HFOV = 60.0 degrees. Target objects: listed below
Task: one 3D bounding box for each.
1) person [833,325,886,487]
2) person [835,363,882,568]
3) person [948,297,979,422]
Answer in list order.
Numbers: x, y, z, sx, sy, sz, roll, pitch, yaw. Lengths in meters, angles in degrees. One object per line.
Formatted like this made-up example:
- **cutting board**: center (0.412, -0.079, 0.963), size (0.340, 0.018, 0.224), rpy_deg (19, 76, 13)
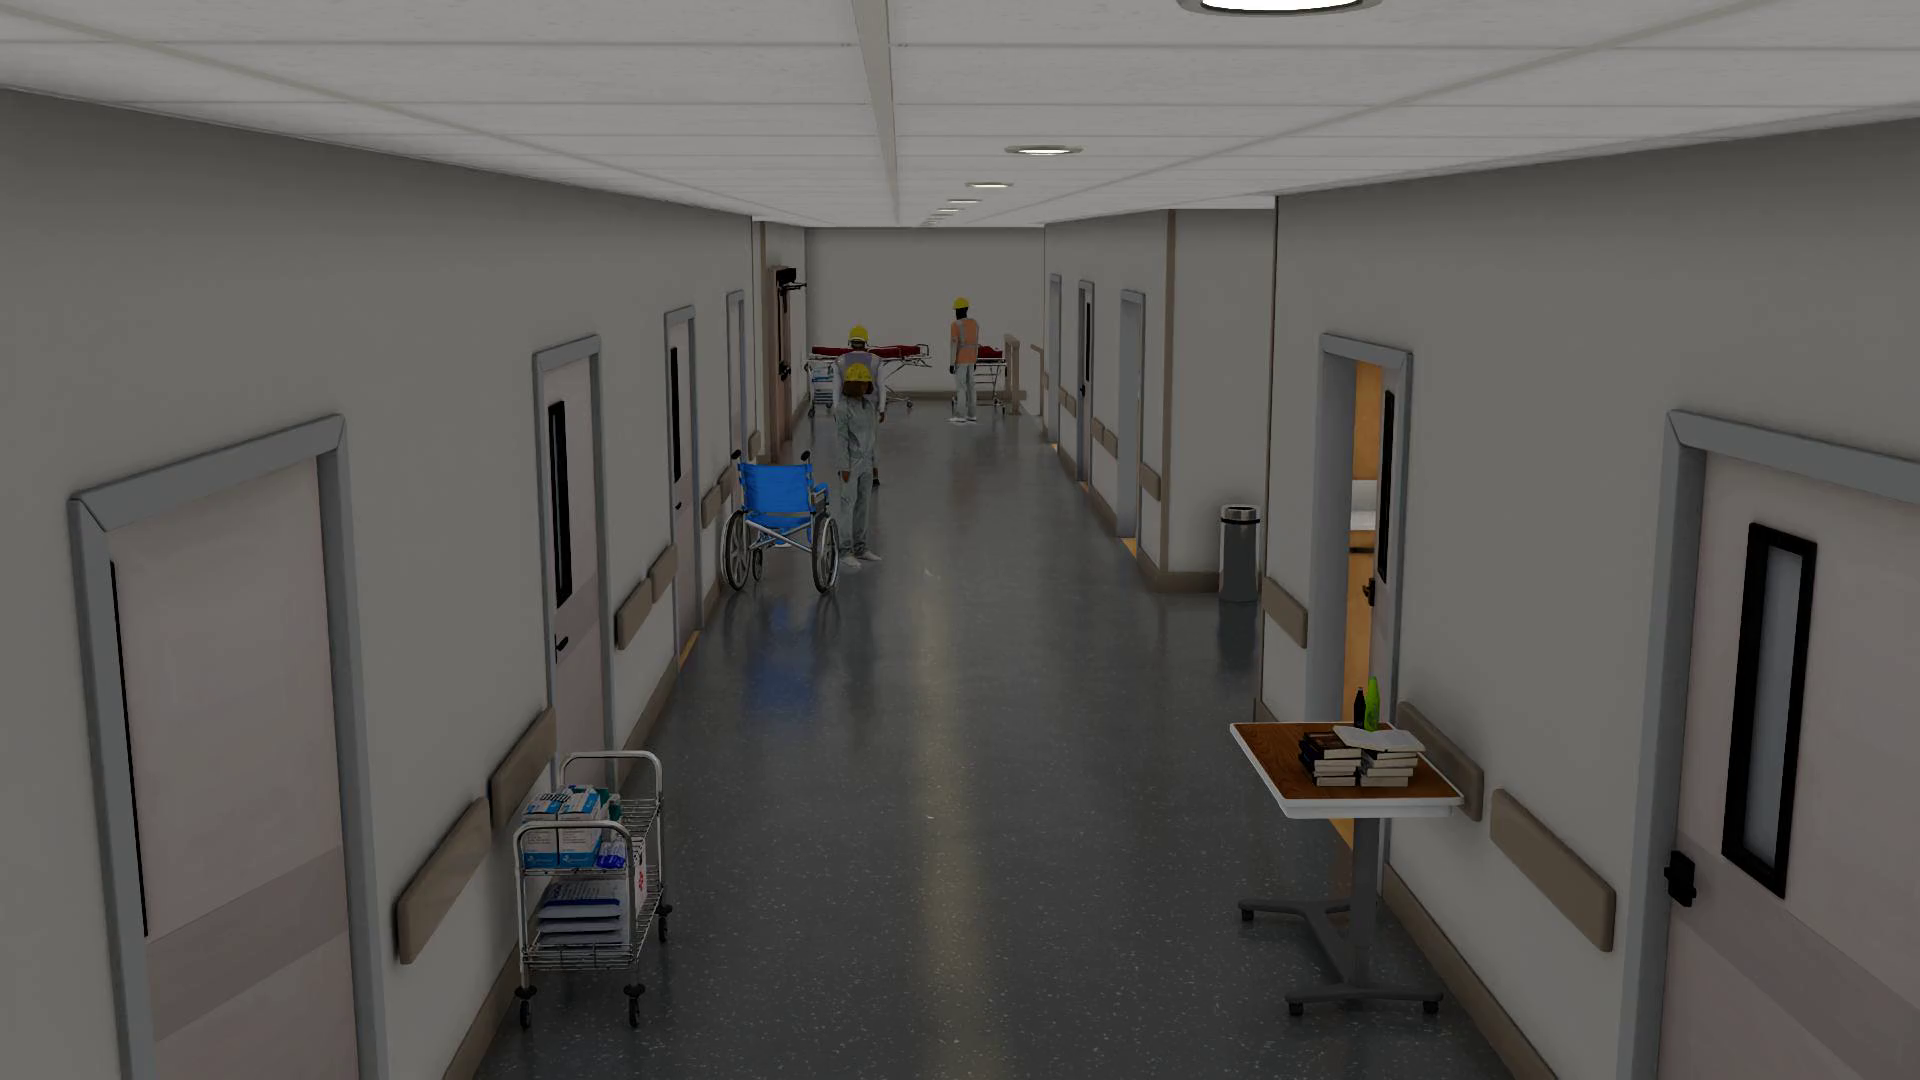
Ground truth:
- **person**: center (-1.140, -1.506, 18.833), size (0.599, 1.830, 0.404), rpy_deg (-1, 10, -5)
- **person**: center (-0.871, -0.647, 14.291), size (0.294, 1.744, 0.486), rpy_deg (6, 12, 31)
- **person**: center (0.046, -2.777, 25.673), size (0.397, 1.920, 0.586), rpy_deg (9, 14, 41)
